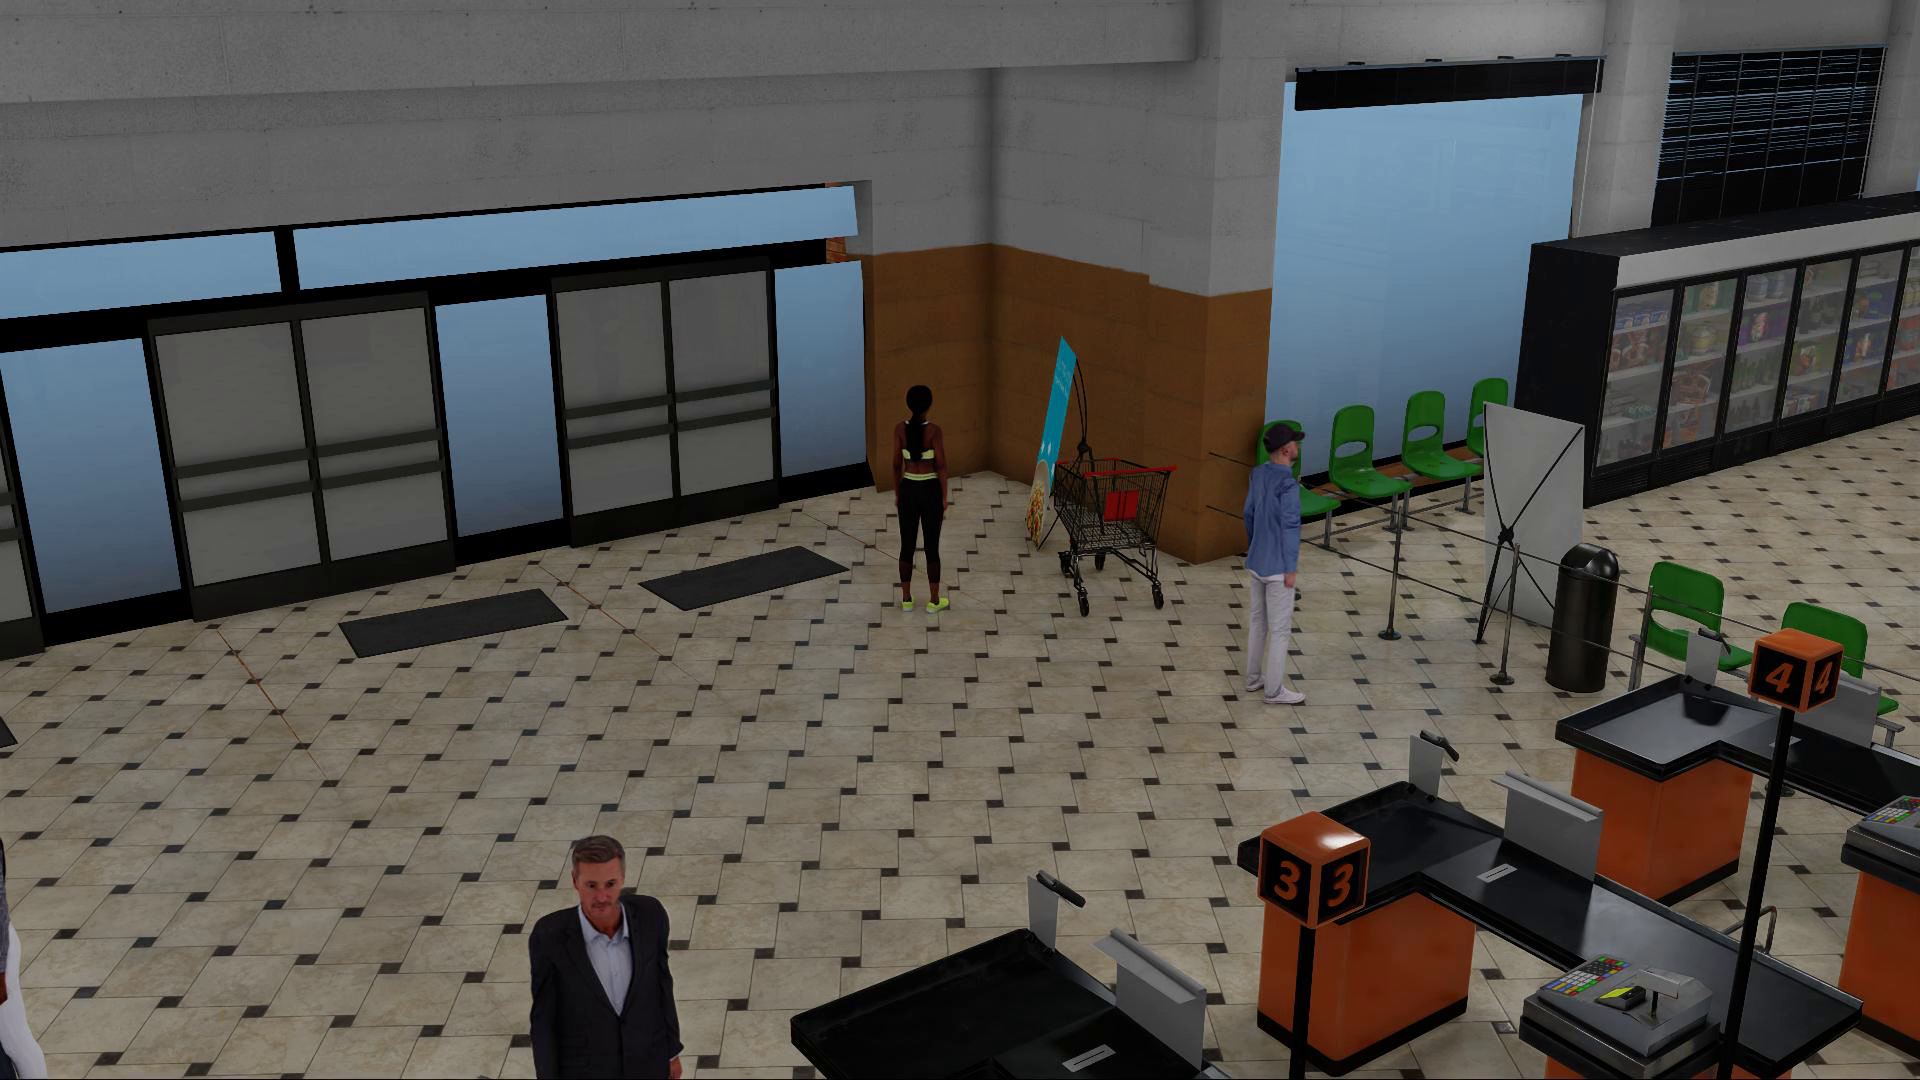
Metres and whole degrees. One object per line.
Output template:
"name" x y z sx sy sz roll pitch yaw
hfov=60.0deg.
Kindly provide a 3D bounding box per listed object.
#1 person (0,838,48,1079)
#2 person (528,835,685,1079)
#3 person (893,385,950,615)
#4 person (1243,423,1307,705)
"person" -3.931 1.680 6.662 0.598 1.724 0.727 10 21 28
"person" -1.240 1.873 5.909 0.702 1.839 0.588 -12 22 -31
"person" -0.302 -0.306 12.504 0.635 1.755 0.701 4 19 12
"person" 2.067 0.146 10.954 0.762 1.887 0.591 -7 20 -20
